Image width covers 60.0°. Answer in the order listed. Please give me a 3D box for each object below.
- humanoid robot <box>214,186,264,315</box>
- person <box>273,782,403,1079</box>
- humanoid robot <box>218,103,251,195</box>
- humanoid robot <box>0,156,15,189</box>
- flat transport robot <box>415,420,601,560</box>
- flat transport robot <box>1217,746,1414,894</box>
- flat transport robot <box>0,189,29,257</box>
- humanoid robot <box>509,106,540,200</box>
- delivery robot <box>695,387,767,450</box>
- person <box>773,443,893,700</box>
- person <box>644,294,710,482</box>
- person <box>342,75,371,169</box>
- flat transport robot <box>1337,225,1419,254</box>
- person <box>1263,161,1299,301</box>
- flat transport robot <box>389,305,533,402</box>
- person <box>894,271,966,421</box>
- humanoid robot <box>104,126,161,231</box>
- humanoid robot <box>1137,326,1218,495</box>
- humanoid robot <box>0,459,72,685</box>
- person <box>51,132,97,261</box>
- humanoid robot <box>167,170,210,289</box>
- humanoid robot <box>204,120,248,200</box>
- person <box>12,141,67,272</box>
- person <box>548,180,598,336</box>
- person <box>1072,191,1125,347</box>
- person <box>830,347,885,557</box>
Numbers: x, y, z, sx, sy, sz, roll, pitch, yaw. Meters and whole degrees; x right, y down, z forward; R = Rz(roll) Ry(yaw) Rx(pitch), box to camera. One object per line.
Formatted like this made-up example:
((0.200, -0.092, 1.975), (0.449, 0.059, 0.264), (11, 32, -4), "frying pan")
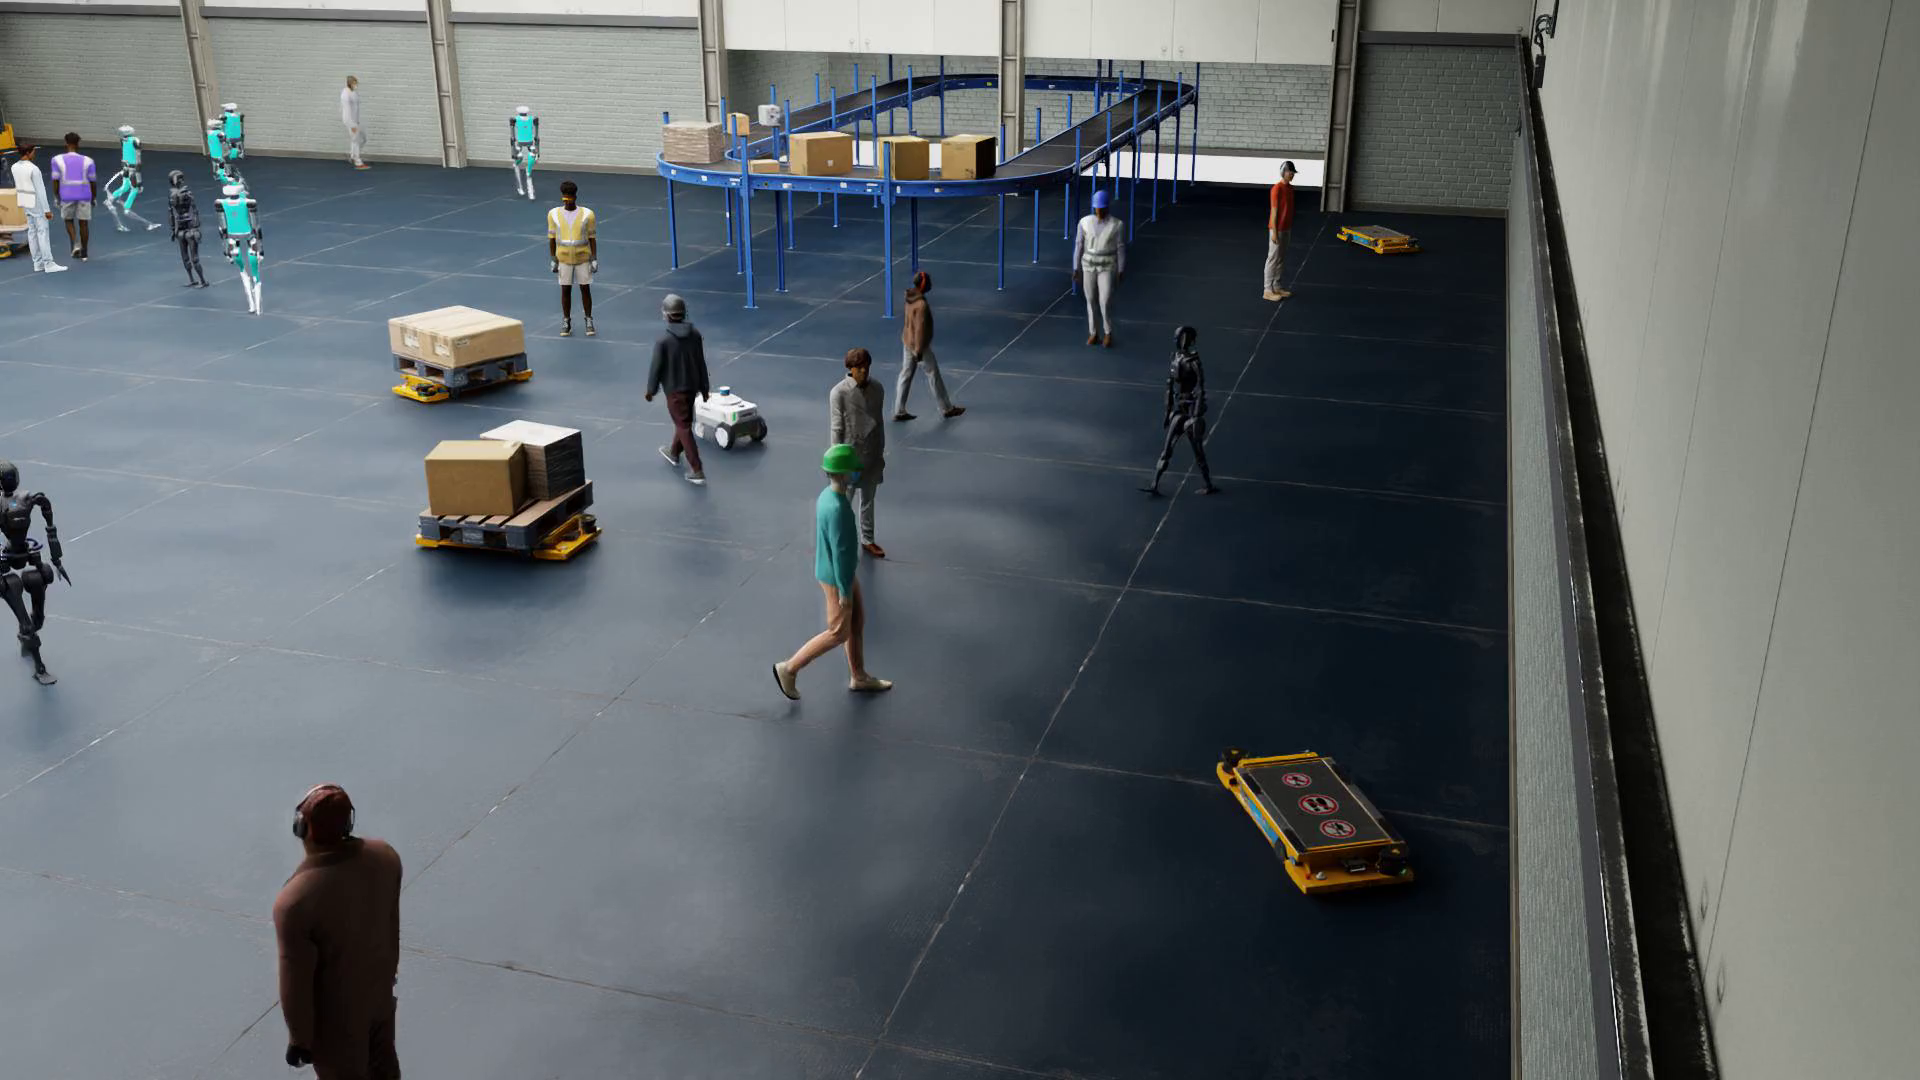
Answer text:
((-9.497, -3.843, 22.198), (0.537, 1.838, 0.756), (-2, 21, -6), "humanoid robot")
((-2.591, 1.921, 6.967), (0.397, 1.885, 0.687), (7, 22, 18), "person")
((-13.655, -7.240, 30.933), (0.961, 1.753, 0.538), (10, 23, 23), "humanoid robot")
((-15.530, -5.627, 26.819), (0.611, 1.650, 0.316), (5, 22, 12), "humanoid robot")
((-3.902, -0.083, 14.392), (1.431, 0.231, 0.659), (6, 22, 14), "flat transport robot")
((2.092, 1.635, 9.937), (0.659, 0.231, 1.431), (-4, 22, -11), "flat transport robot")
((-15.213, -4.667, 26.283), (0.659, 0.231, 1.431), (-3, 21, -8), "flat transport robot")
((-8.063, -7.140, 30.716), (0.541, 1.753, 1.030), (-10, 23, -24), "humanoid robot")
((-2.386, -1.261, 17.072), (0.807, 0.609, 0.499), (20, 29, 41), "delivery robot")
((-0.890, 0.236, 11.366), (0.765, 1.854, 0.522), (-2, 21, -6), "person")
((-2.705, -1.472, 15.915), (0.891, 1.771, 0.559), (20, 28, 41), "person")
((-12.414, -8.557, 34.110), (0.435, 1.908, 0.686), (0, 21, -1), "person")
((6.703, -4.827, 26.698), (0.659, 0.231, 1.431), (-6, 22, -16), "flat transport robot")
((4.473, -4.280, 23.001), (0.402, 1.908, 0.480), (15, 26, 35), "person")
((-5.662, -1.848, 18.970), (0.659, 0.231, 1.431), (17, 27, 37), "flat transport robot")
((-0.346, -2.059, 17.642), (0.830, 1.616, 0.466), (-9, 23, -22), "person")
((-13.838, -5.904, 27.469), (0.543, 1.757, 0.953), (16, 26, 35), "humanoid robot")
((2.065, -1.162, 15.309), (0.791, 1.623, 0.608), (-11, 23, -25), "humanoid robot")
((-6.725, 0.182, 11.824), (0.744, 1.639, 0.589), (17, 27, 37), "humanoid robot")
((-13.557, -5.266, 25.518), (0.644, 1.936, 0.455), (-12, 24, -29), "person")
((-11.032, -4.434, 23.715), (0.611, 1.652, 0.305), (10, 23, 25), "humanoid robot")
((-12.433, -6.272, 28.460), (0.545, 1.828, 0.701), (16, 26, 35), "humanoid robot")
((-13.750, -4.942, 24.713), (0.587, 1.915, 0.392), (12, 24, 28), "person")
((-4.896, -3.570, 21.087), (0.603, 1.961, 0.368), (-3, 21, -8), "person")
((1.692, -3.336, 20.518), (0.627, 1.929, 0.546), (8, 23, 21), "person")
((-0.834, -0.710, 13.851), (0.504, 1.831, 0.368), (-13, 25, -30), "person")
